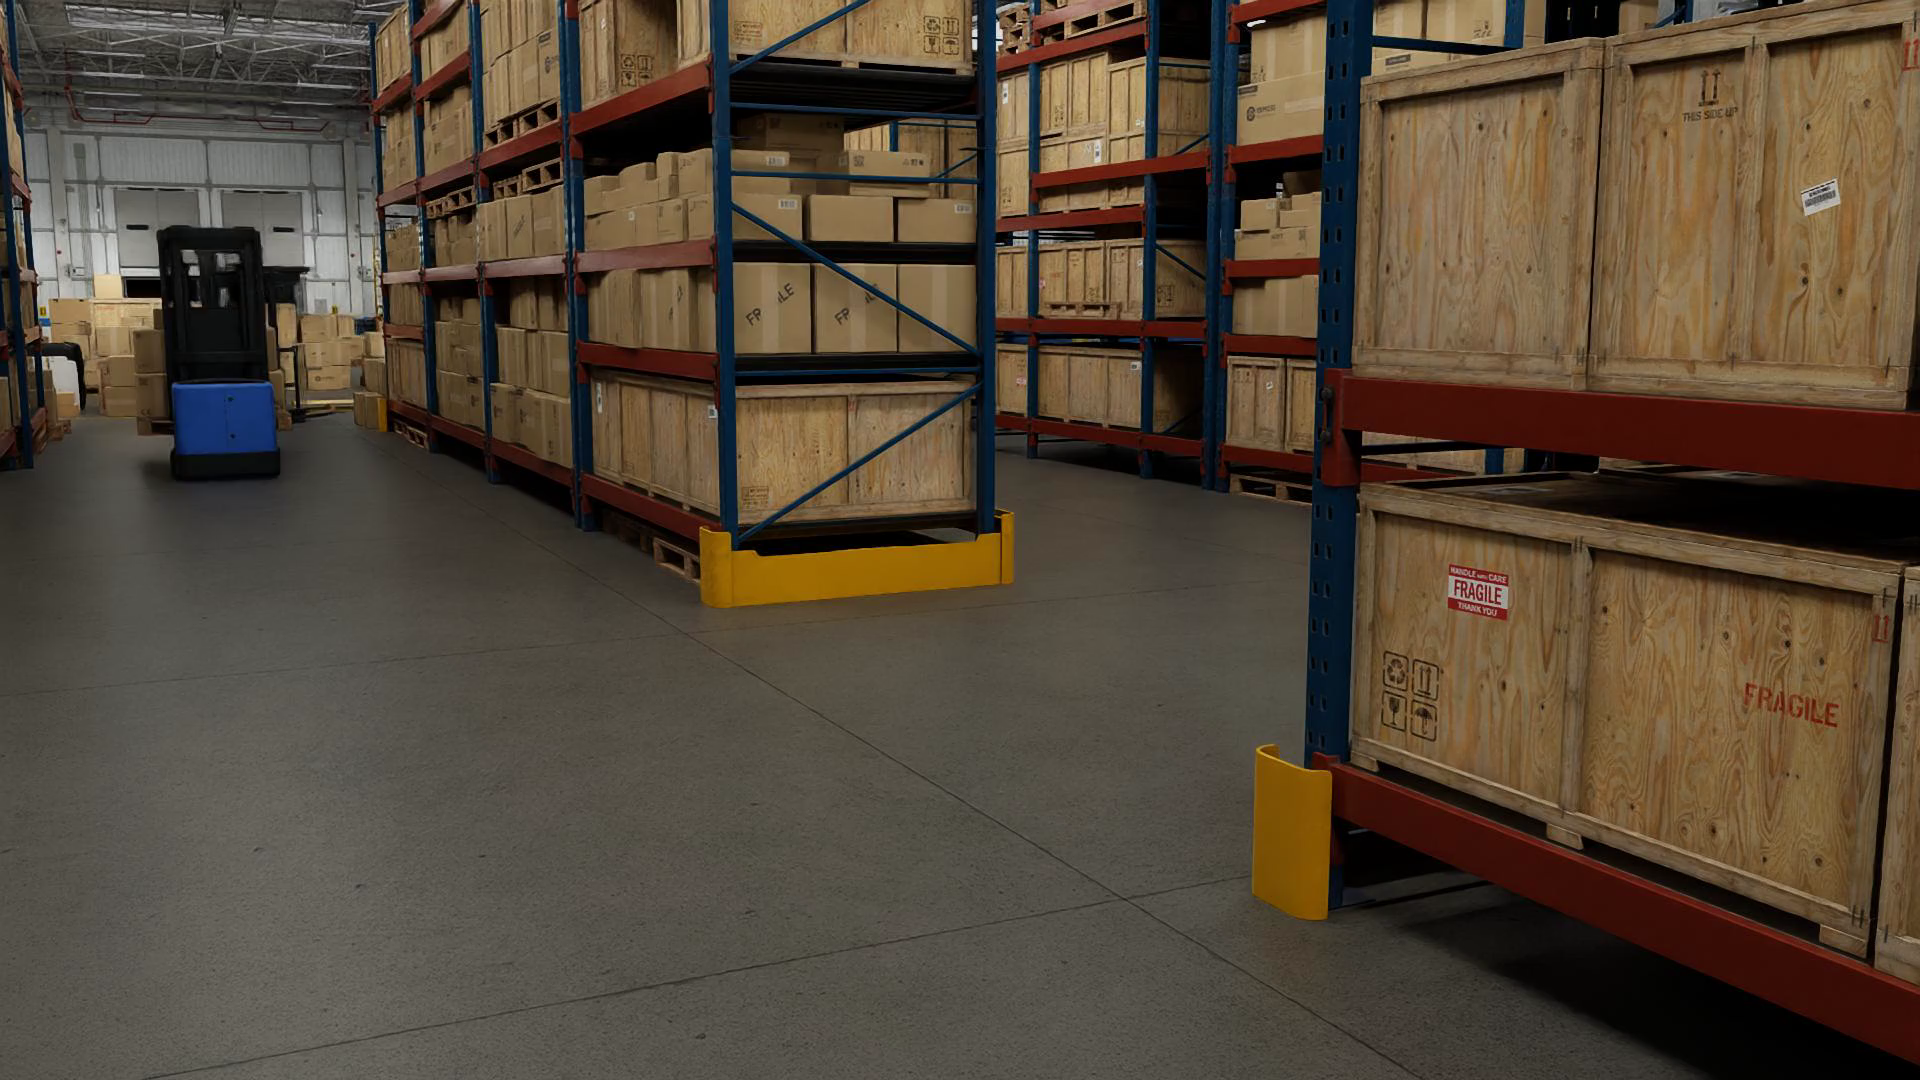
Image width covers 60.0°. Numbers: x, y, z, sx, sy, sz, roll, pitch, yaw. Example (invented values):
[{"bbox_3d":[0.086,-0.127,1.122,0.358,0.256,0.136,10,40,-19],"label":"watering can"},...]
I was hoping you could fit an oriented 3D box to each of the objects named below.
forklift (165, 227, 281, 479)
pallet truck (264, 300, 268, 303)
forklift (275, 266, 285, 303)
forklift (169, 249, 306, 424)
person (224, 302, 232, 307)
[{"bbox_3d":[-8.495,-2.168,19.039,1.129,2.768,1.873,-4,9,-26],"label":"forklift"},{"bbox_3d":[-23.913,-7.404,58.171,1.885,1.965,0.823,-1,8,-9],"label":"pallet truck"},{"bbox_3d":[-17.121,-5.368,41.102,1.873,2.768,1.129,5,10,30],"label":"forklift"},{"bbox_3d":[-11.284,-3.144,25.767,1.129,2.768,1.873,2,9,15],"label":"forklift"},{"bbox_3d":[-20.555,-5.728,46.820,0.630,1.940,0.372,6,10,34],"label":"person"}]
